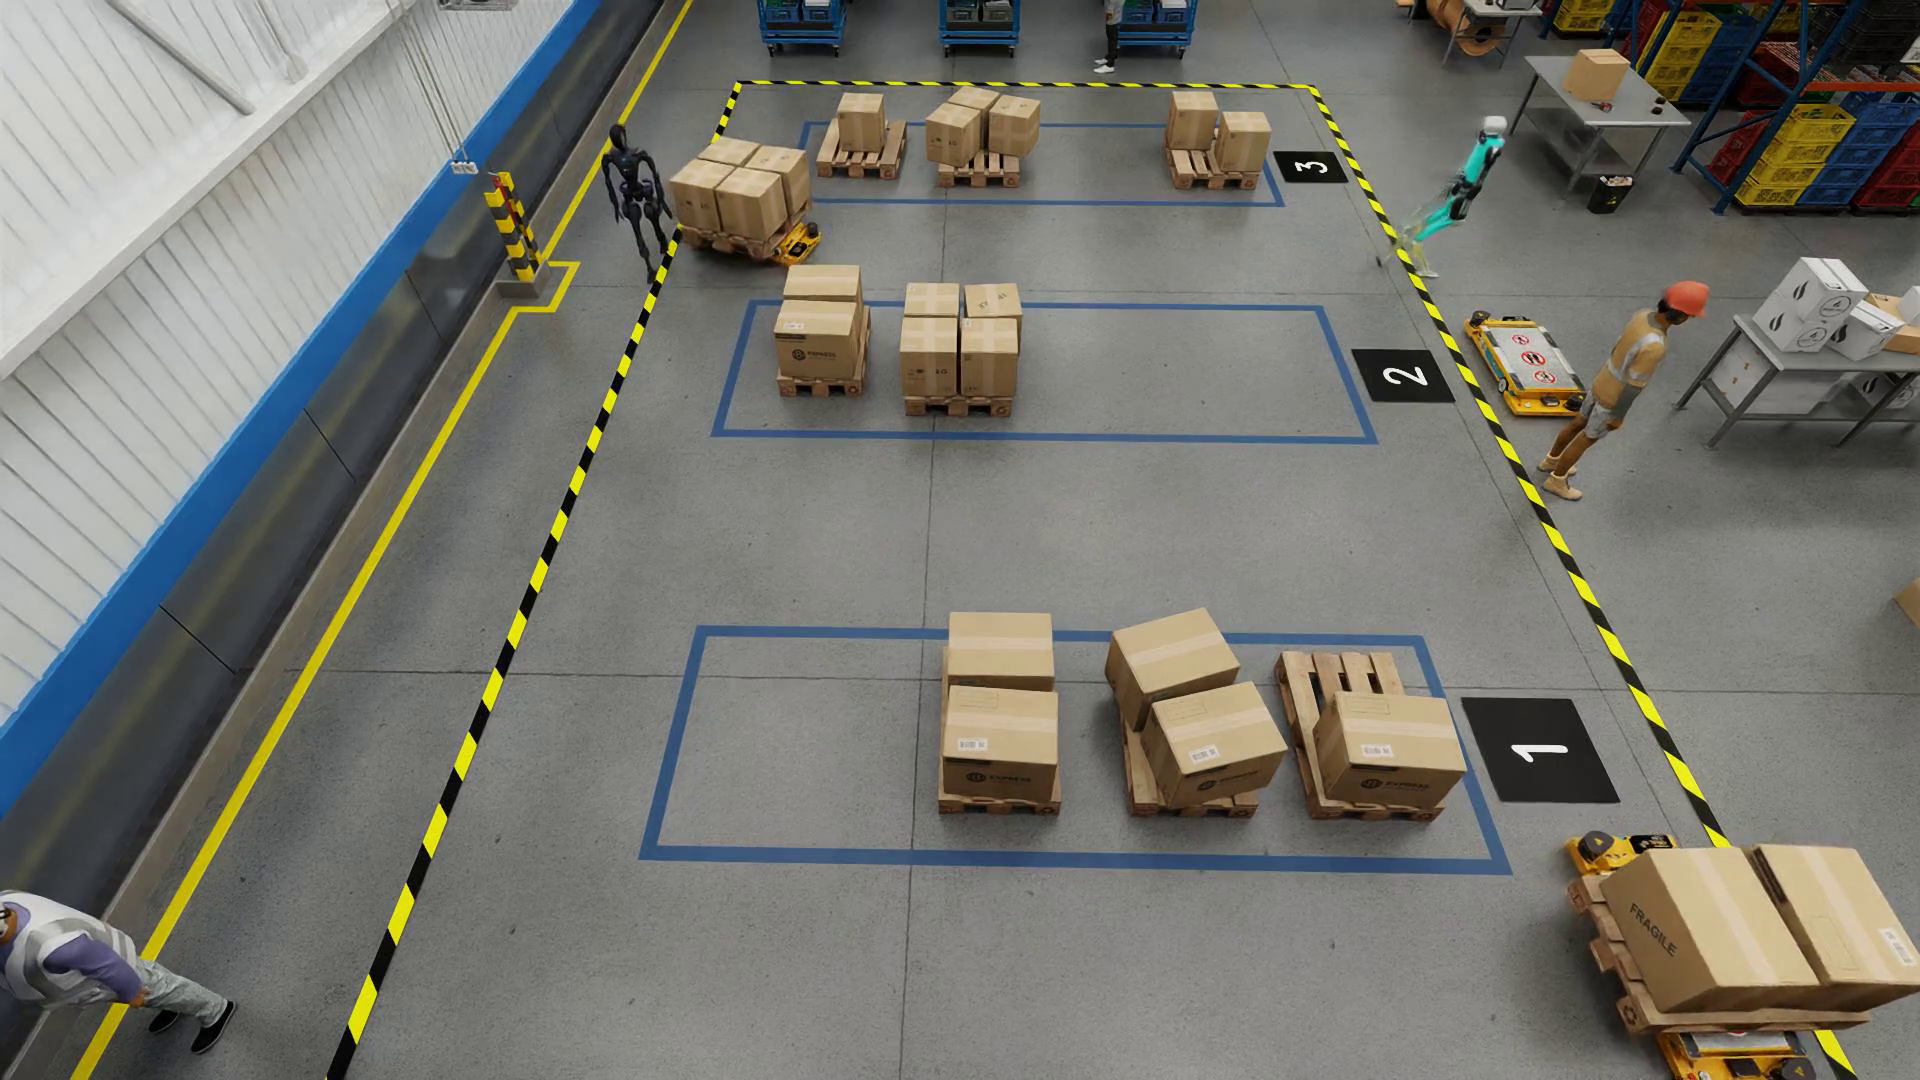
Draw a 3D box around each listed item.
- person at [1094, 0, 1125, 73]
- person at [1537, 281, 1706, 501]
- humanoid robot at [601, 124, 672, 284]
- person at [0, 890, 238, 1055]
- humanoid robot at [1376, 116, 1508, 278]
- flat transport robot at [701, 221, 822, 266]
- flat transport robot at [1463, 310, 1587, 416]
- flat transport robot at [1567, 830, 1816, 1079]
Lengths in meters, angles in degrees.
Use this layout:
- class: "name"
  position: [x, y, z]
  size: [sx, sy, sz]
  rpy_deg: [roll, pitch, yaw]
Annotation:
- class: "person"
  position: [2.188, -7.725, 13.172]
  size: [0.365, 1.852, 0.589]
  rpy_deg: [7, 50, 6]
- class: "person"
  position: [5.299, -1.189, 7.391]
  size: [0.369, 2.043, 0.607]
  rpy_deg: [14, 51, 12]
- class: "humanoid robot"
  position: [-3.415, -3.644, 9.791]
  size: [0.604, 1.654, 0.743]
  rpy_deg: [-6, 49, -5]
- class: "person"
  position: [-4.381, 2.175, 4.618]
  size: [0.587, 1.829, 0.403]
  rpy_deg: [17, 51, 14]
- class: "humanoid robot"
  position: [4.991, -3.546, 9.681]
  size: [0.854, 1.852, 0.549]
  rpy_deg: [10, 50, 8]
- class: "flat transport robot"
  position: [-2.386, -3.538, 10.577]
  size: [1.431, 0.197, 0.652]
  rpy_deg: [15, 51, 12]
- class: "flat transport robot"
  position: [5.573, -1.757, 9.054]
  size: [0.659, 0.231, 1.431]
  rpy_deg: [1, 49, 1]
- class: "flat transport robot"
  position: [4.266, 2.434, 5.408]
  size: [0.652, 0.197, 1.431]
  rpy_deg: [-1, 49, -1]
